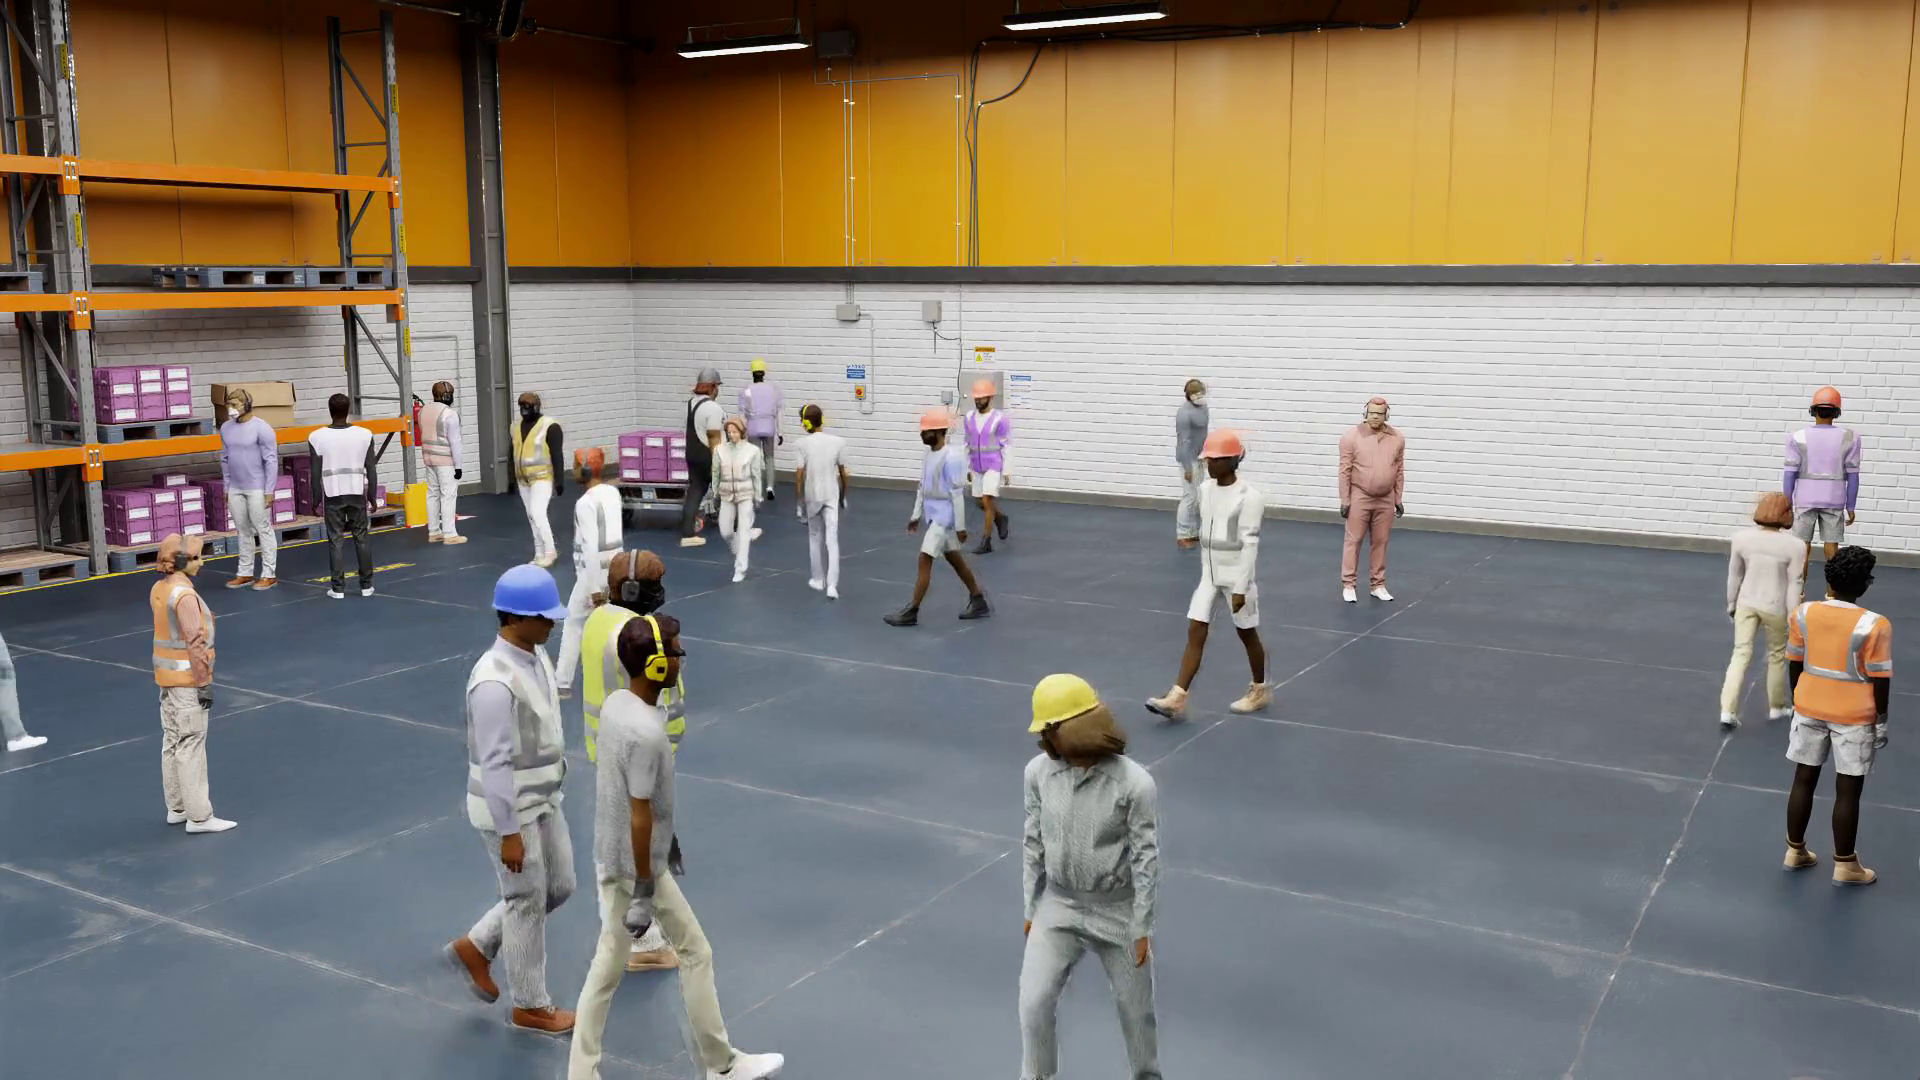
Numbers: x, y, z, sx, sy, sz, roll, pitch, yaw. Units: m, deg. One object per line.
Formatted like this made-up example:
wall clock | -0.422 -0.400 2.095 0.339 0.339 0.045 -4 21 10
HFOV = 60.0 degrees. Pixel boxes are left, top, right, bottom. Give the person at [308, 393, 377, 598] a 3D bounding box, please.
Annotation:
person | -5.759 -0.408 15.556 0.609 1.916 0.384 -5 11 -30

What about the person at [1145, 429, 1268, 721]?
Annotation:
person | 1.742 0.247 11.231 1.031 1.985 0.634 -6 11 -33

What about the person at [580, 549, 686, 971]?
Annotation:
person | -1.421 0.952 7.308 0.429 1.840 0.627 -6 11 -31

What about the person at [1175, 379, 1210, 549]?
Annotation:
person | 2.590 -0.851 18.447 0.353 1.896 0.813 4 10 26

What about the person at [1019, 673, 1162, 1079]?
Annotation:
person | 0.438 1.282 5.668 0.520 1.702 0.530 4 10 22

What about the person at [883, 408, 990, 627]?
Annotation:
person | -0.160 -0.202 14.389 1.012 1.892 0.545 -3 10 -20

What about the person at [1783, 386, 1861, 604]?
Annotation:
person | 7.586 -0.334 14.693 0.605 2.045 0.381 4 10 23

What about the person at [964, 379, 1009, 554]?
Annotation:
person | 0.346 -0.823 18.191 0.560 1.915 0.750 6 11 33

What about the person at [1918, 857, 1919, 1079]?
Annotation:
person | 3.131 1.267 5.033 0.358 1.936 0.552 0 9 3

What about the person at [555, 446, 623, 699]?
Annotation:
person | -2.531 0.247 11.757 0.998 1.838 0.580 3 10 17

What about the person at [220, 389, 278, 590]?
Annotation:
person | -6.818 -0.484 15.958 0.629 1.940 0.376 4 10 22

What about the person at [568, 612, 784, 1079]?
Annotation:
person | -1.065 1.161 6.036 0.907 1.835 0.537 -6 11 -31

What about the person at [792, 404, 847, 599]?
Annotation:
person | -1.300 -0.361 15.625 0.539 1.820 0.952 -2 9 -10

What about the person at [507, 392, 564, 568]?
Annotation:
person | -4.383 -0.610 17.102 0.646 1.824 0.472 5 10 29

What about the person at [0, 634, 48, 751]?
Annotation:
person | -6.162 0.588 10.305 0.506 1.603 0.784 4 10 24

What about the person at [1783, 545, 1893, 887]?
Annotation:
person | 4.369 0.867 8.281 0.316 1.696 0.540 -5 10 -30

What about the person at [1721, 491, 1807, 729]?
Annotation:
person | 5.360 0.464 11.119 0.833 1.593 0.510 -8 12 -42

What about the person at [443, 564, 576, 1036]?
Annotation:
person | -1.769 1.037 6.539 0.602 1.918 0.622 1 9 6

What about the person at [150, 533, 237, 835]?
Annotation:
person | -4.203 0.776 9.030 0.310 1.639 0.514 -9 13 -44

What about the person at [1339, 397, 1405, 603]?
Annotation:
person | 3.817 -0.372 15.375 0.642 1.905 0.399 -2 9 -10

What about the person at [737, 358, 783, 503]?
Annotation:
person | -2.647 -1.441 21.991 0.609 1.915 0.416 -3 10 -20

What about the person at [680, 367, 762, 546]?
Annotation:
person | -2.718 -0.948 18.539 0.916 2.000 0.701 -7 11 -37

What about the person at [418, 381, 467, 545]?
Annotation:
person | -5.797 -0.865 18.684 0.619 1.836 0.431 6 11 34

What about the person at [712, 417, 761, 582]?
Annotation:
person | -2.194 -0.414 16.492 0.523 1.623 0.510 2 9 13
